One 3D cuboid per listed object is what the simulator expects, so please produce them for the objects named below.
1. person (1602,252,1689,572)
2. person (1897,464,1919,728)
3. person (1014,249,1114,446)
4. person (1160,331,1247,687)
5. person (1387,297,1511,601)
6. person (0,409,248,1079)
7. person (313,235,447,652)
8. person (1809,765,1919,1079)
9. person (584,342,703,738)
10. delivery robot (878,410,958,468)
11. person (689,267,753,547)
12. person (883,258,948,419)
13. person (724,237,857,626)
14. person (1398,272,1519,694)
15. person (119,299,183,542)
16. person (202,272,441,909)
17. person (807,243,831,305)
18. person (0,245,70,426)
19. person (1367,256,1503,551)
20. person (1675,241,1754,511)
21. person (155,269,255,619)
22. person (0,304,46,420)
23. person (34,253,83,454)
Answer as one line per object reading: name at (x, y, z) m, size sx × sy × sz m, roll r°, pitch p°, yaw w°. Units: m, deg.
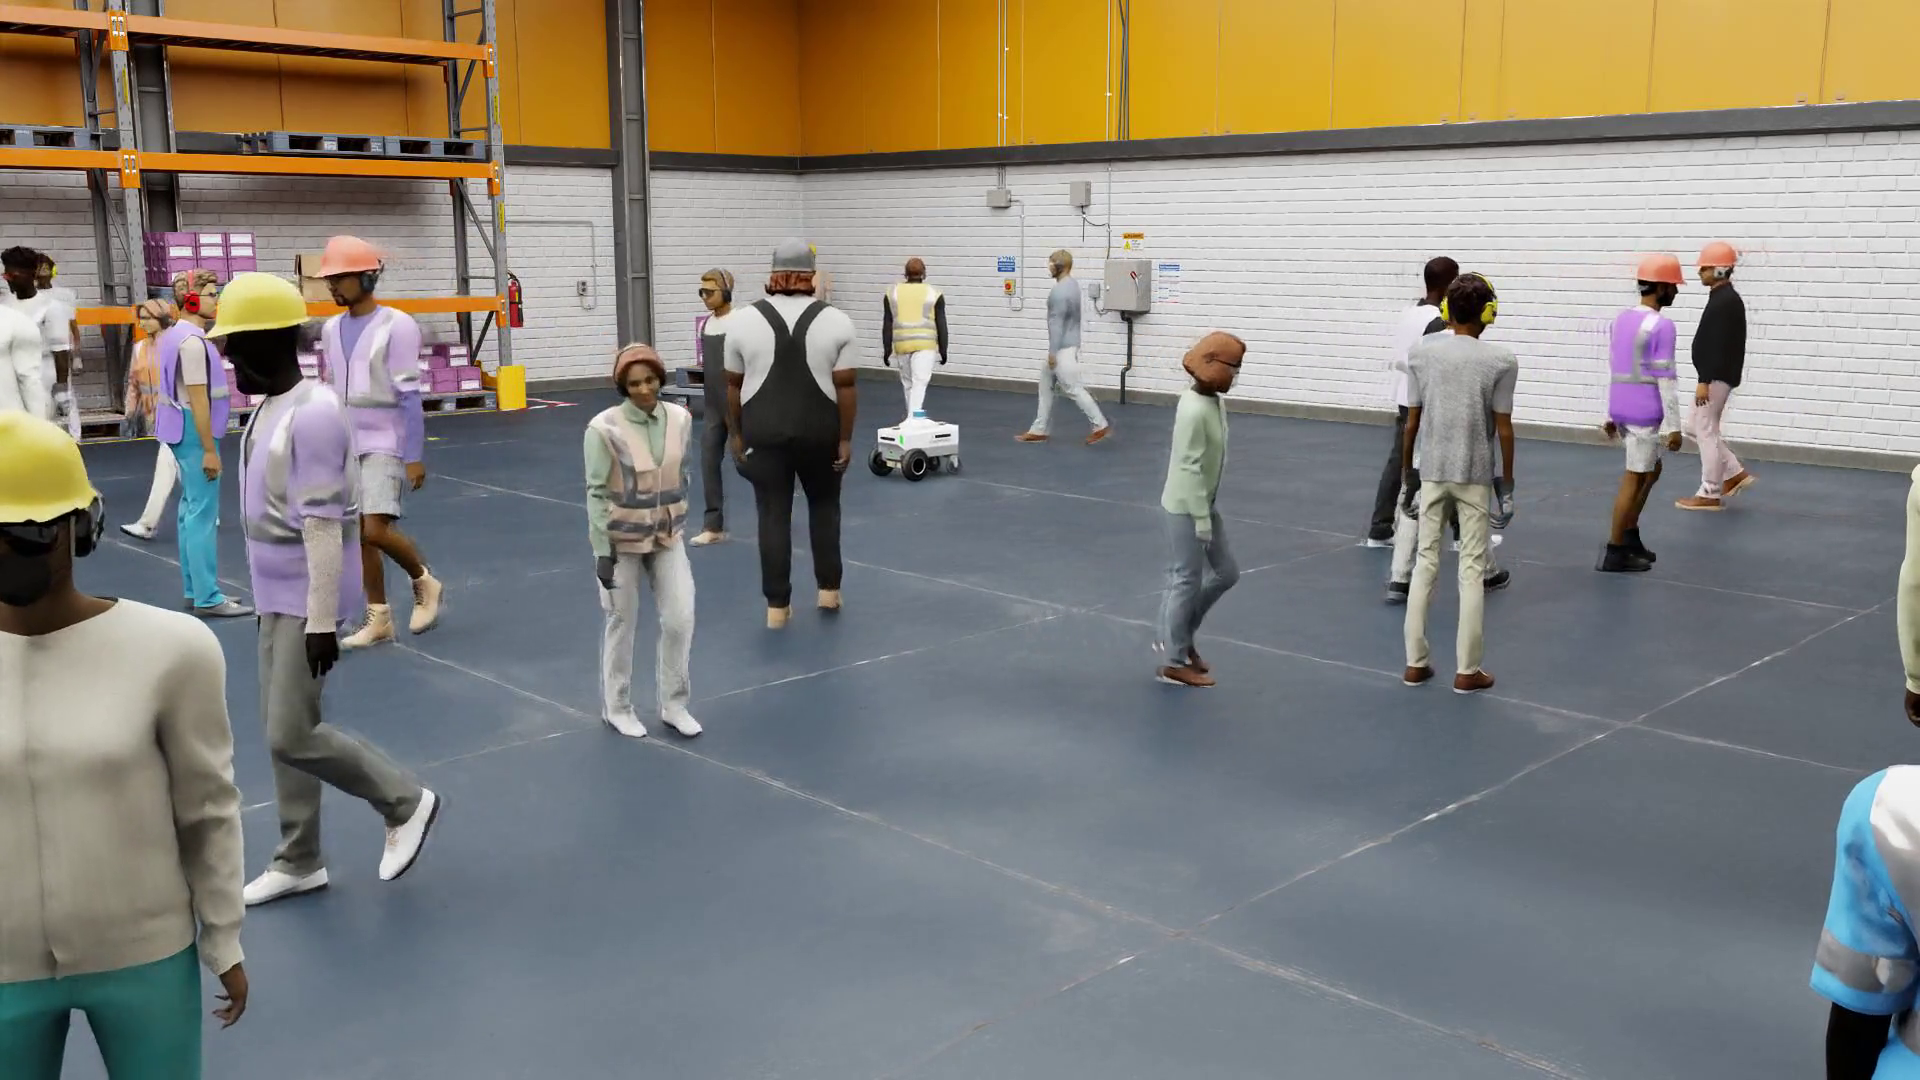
person at (4.141, -0.748, 9.957) m, size 0.575 × 1.916 × 0.571 m, roll -1°, pitch 10°, yaw -8°
person at (2.652, 0.362, 4.136) m, size 0.404 × 1.831 × 0.600 m, roll -6°, pitch 12°, yaw -30°
person at (1.038, -1.848, 16.017) m, size 0.976 × 1.901 × 0.639 m, roll 2°, pitch 11°, yaw 13°
person at (1.063, -0.123, 7.367) m, size 0.379 × 1.606 × 0.532 m, roll 4°, pitch 11°, yaw 23°
person at (2.724, -0.547, 9.230) m, size 0.928 × 1.782 × 0.602 m, roll -8°, pitch 13°, yaw -37°
person at (-1.411, 0.672, 2.633) m, size 0.533 × 1.767 × 0.325 m, roll -4°, pitch 11°, yaw -21°
person at (-2.854, -0.461, 8.105) m, size 0.628 × 2.021 × 0.482 m, roll 6°, pitch 12°, yaw 28°
person at (1.302, 0.822, 2.002) m, size 0.533 × 1.697 × 0.319 m, roll 9°, pitch 14°, yaw 40°
person at (-1.276, 0.021, 6.588) m, size 0.531 × 1.609 × 0.560 m, roll -9°, pitch 14°, yaw -41°
delivery robot at (-0.345, -0.850, 13.978) m, size 0.707 × 0.478 × 0.477 m, roll -10°, pitch 14°, yaw -43°
person at (-1.476, -0.883, 10.962) m, size 0.524 × 1.823 × 0.755 m, roll 7°, pitch 13°, yaw 35°
person at (-0.443, -1.946, 16.837) m, size 0.642 × 1.794 × 0.983 m, roll 2°, pitch 11°, yaw 12°
person at (-0.886, -0.594, 8.784) m, size 0.689 × 2.000 × 0.730 m, roll -1°, pitch 10°, yaw -3°
person at (2.206, -0.248, 7.396) m, size 0.520 × 1.862 × 0.318 m, roll 7°, pitch 12°, yaw 32°
person at (-5.336, -0.790, 11.050) m, size 0.547 × 1.590 × 0.849 m, roll 5°, pitch 12°, yaw 26°
person at (-1.961, 0.161, 4.997) m, size 0.536 × 1.912 × 0.614 m, roll -8°, pitch 13°, yaw -36°
person at (-2.090, -3.186, 23.263) m, size 0.607 × 1.910 × 0.660 m, roll -2°, pitch 11°, yaw -11°
person at (-6.580, -1.124, 11.893) m, size 0.615 × 1.952 × 0.544 m, roll 4°, pitch 11°, yaw 21°
person at (3.085, -0.857, 10.663) m, size 0.931 × 1.882 × 0.610 m, roll 0°, pitch 10°, yaw -2°
person at (5.554, -1.193, 12.234) m, size 0.455 × 1.980 × 0.619 m, roll 5°, pitch 11°, yaw 24°
person at (-4.058, -0.508, 8.843) m, size 0.396 × 1.847 × 0.565 m, roll -6°, pitch 12°, yaw -30°
person at (-5.413, -0.627, 9.299) m, size 0.632 × 1.926 × 0.562 m, roll -1°, pitch 10°, yaw -7°
person at (-8.304, -1.677, 15.193) m, size 0.515 × 1.859 × 0.328 m, roll -2°, pitch 11°, yaw -12°
